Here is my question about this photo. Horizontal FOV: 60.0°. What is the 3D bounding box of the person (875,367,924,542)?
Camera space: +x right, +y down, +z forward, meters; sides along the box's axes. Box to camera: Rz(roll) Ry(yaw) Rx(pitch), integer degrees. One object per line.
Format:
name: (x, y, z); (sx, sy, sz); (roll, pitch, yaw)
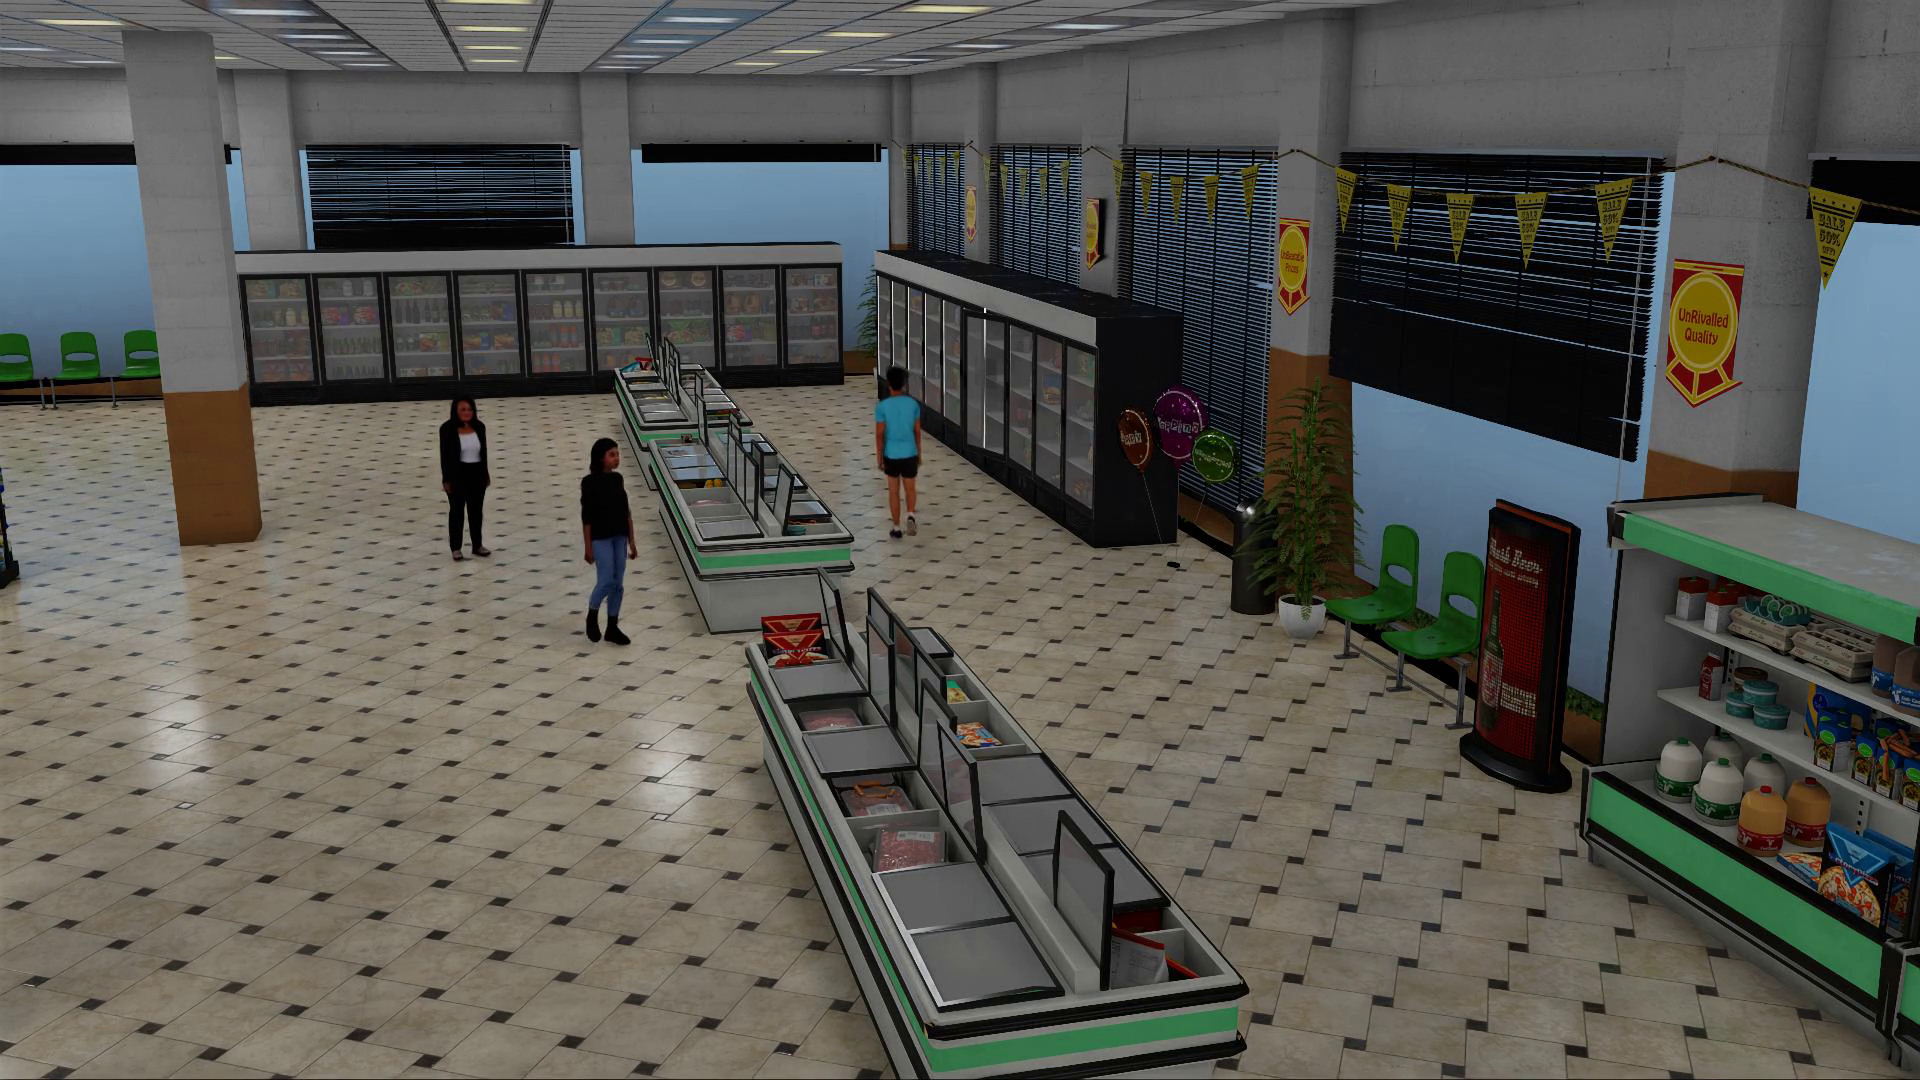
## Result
person: (-0.581, -0.825, 16.656); (0.640, 1.761, 0.799); (-3, 14, -13)

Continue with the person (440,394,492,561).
person: (-4.794, -0.622, 16.130); (0.764, 1.613, 0.782); (-12, 18, -42)

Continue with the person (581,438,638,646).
person: (-2.879, 0.020, 13.343); (0.771, 1.679, 0.710); (12, 18, 40)
